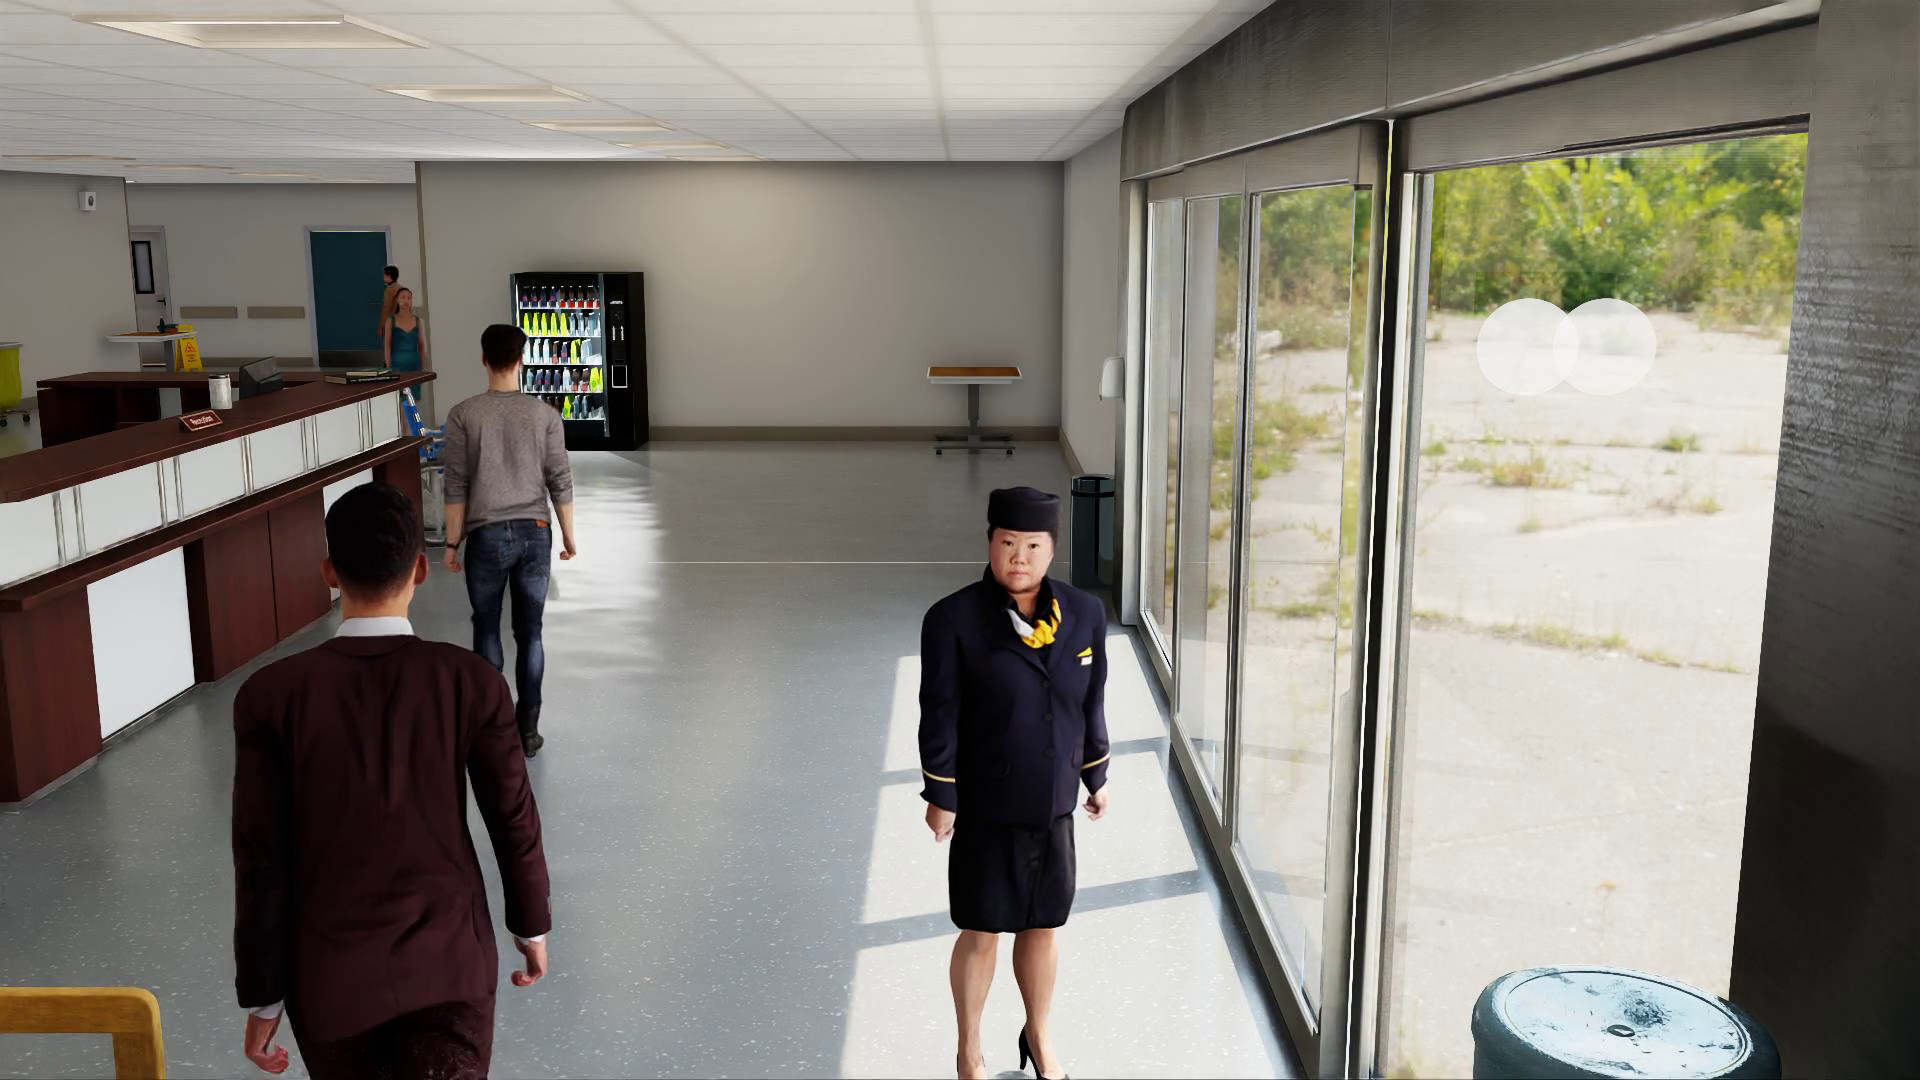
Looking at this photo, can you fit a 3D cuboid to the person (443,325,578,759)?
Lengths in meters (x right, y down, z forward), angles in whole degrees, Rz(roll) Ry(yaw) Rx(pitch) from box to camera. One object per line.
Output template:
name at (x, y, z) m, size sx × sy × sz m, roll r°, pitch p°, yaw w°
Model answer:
person at (-1.968, 0.032, 7.262) m, size 0.972 × 1.881 × 0.952 m, roll -3°, pitch 11°, yaw -16°

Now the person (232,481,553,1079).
person at (-1.060, 0.853, 3.108) m, size 1.194 × 1.817 × 0.979 m, roll -3°, pitch 11°, yaw -14°

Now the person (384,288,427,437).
person at (-5.798, -1.776, 17.339) m, size 0.692 × 1.677 × 0.763 m, roll -7°, pitch 13°, yaw -33°

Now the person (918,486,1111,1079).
person at (0.150, 0.684, 4.391) m, size 0.686 × 1.671 × 0.834 m, roll -4°, pitch 11°, yaw -19°
